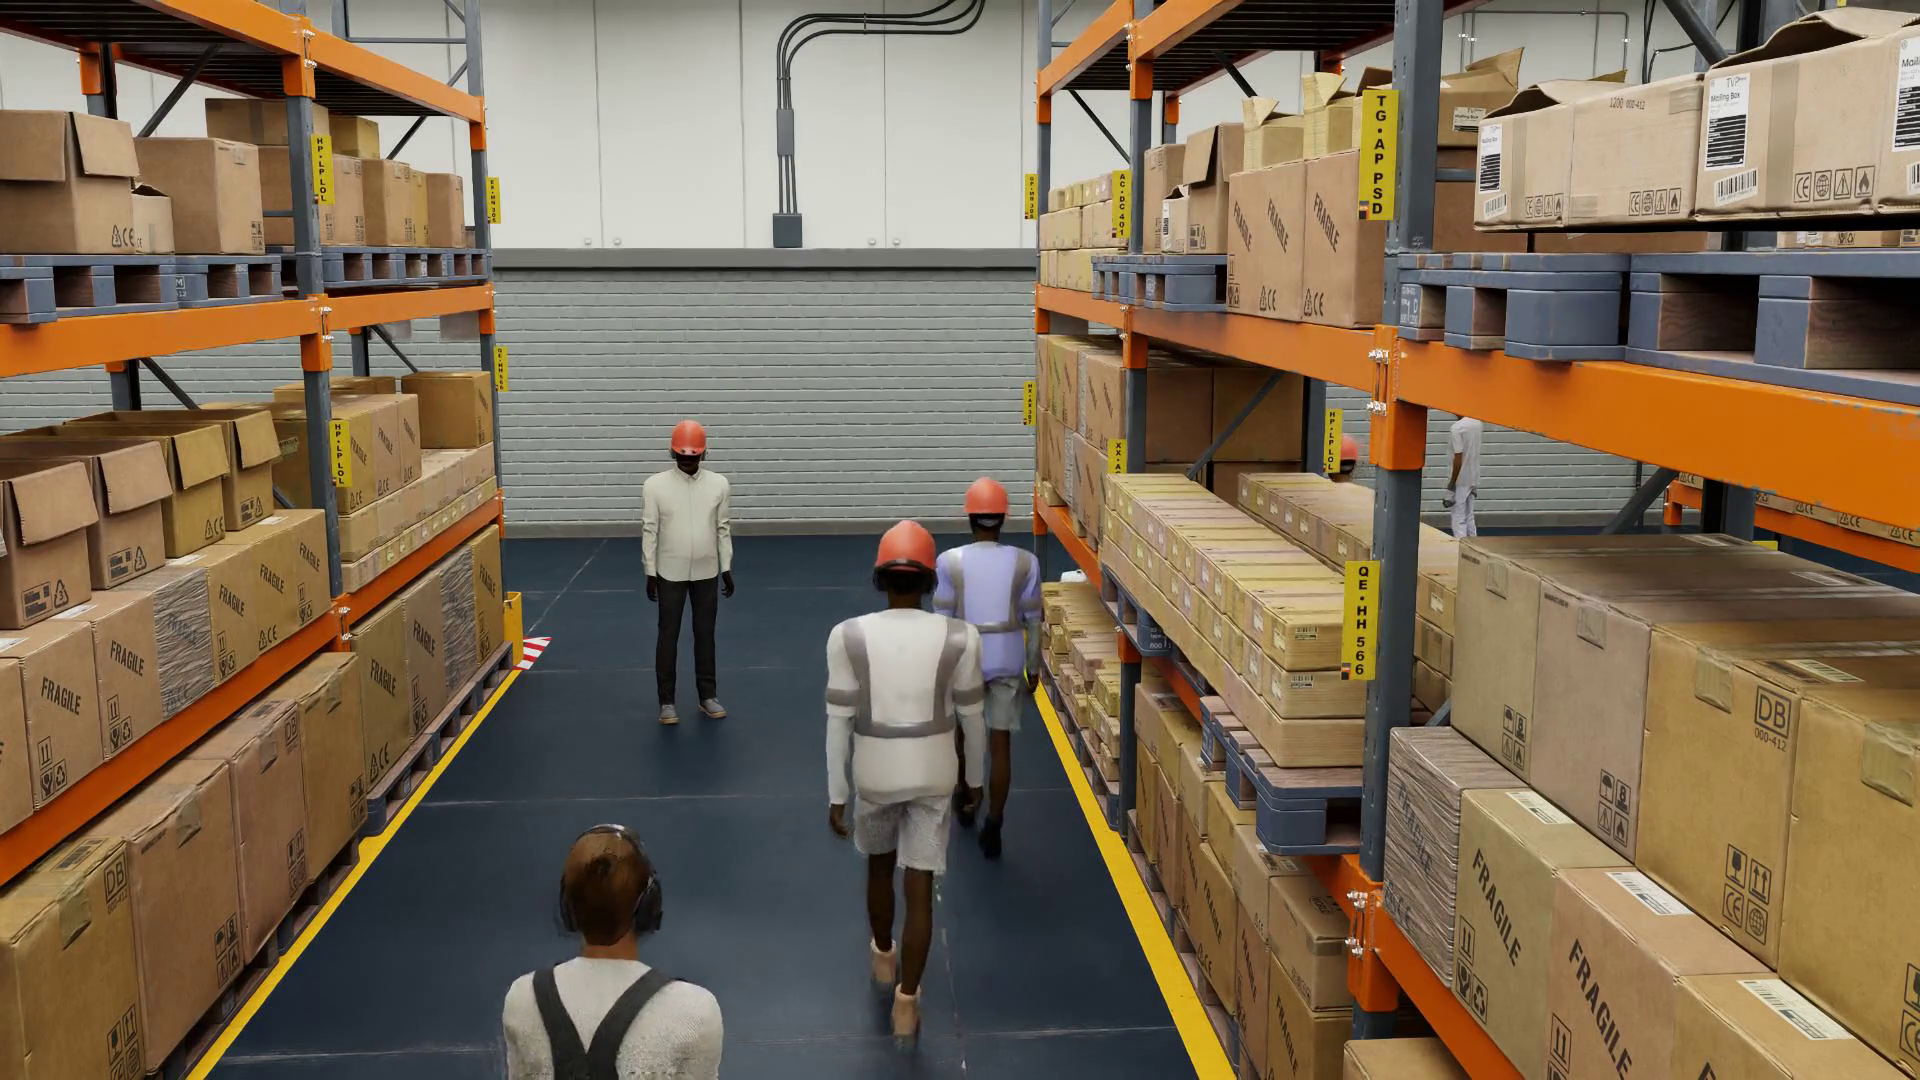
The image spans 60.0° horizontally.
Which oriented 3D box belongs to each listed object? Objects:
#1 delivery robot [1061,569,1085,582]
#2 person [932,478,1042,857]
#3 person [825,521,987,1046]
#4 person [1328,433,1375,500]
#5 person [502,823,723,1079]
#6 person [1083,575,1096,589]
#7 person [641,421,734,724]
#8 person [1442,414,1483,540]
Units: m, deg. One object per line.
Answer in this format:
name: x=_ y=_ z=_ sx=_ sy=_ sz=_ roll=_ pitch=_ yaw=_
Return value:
delivery robot: x=1.145 y=0.404 z=13.659 sx=0.477 sy=0.478 sz=0.707 roll=-6 pitch=11 yaw=-33
person: x=0.136 y=0.620 z=8.681 sx=0.570 sy=1.905 sz=0.875 roll=0 pitch=10 yaw=-1
person: x=-0.208 y=0.913 z=6.653 sx=0.628 sy=2.005 sz=0.907 roll=0 pitch=10 yaw=-1
person: x=2.427 y=0.248 z=10.894 sx=0.566 sy=1.896 sz=0.919 roll=-1 pitch=10 yaw=-7
person: x=-0.706 y=1.497 z=3.733 sx=0.549 sy=1.830 sz=0.636 roll=2 pitch=10 yaw=13
person: x=1.262 y=-0.031 z=13.419 sx=0.817 sy=1.601 sz=0.523 roll=-2 pitch=10 yaw=-12
person: x=-1.773 y=0.207 z=10.890 sx=0.609 sy=1.985 sz=0.392 roll=-5 pitch=11 yaw=-26
person: x=4.620 y=-0.490 z=15.356 sx=0.333 sy=1.864 sz=0.515 roll=9 pitch=13 yaw=42
